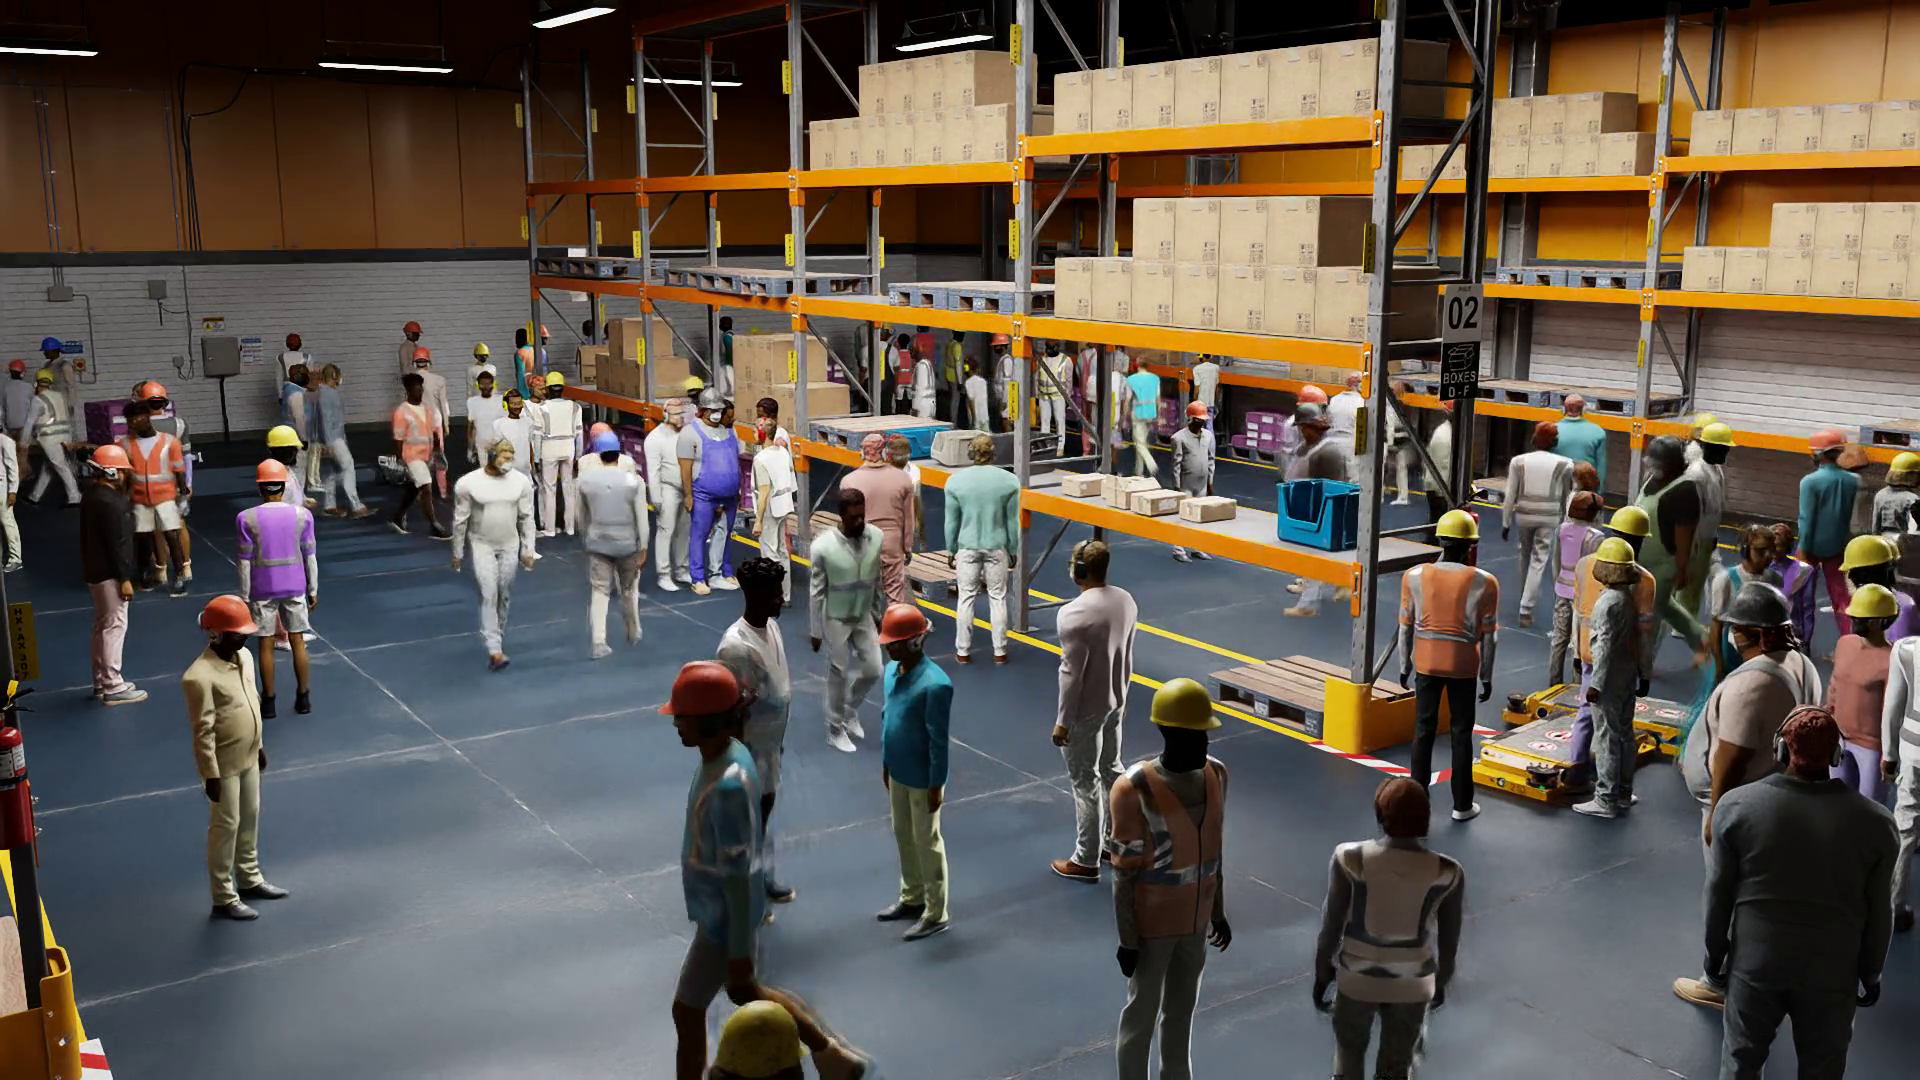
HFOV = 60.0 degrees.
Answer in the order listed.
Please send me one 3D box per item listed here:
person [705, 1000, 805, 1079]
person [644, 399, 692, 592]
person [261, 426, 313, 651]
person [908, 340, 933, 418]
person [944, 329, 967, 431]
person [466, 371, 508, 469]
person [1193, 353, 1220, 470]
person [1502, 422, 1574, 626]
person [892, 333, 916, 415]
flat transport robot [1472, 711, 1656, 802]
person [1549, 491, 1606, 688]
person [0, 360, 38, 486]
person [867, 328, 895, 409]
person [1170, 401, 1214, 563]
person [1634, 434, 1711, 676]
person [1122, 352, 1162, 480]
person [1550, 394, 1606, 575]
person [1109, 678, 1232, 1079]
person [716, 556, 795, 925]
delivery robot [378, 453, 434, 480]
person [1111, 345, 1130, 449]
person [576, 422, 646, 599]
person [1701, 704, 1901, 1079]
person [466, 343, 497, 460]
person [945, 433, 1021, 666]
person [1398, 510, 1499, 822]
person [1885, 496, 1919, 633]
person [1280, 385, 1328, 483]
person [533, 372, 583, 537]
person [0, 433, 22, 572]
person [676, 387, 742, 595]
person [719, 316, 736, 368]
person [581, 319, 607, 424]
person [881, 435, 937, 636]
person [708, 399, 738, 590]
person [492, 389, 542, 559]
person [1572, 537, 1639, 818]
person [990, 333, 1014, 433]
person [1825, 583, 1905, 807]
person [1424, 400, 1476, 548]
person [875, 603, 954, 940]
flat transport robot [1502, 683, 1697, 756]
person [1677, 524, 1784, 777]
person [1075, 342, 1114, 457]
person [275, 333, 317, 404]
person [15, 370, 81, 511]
[{"bbox_3d":[-0.520,2.019,4.314,0.490,1.734,0.326,6,12,27],"label":"person"},{"bbox_3d":[-2.821,-0.456,16.532,0.403,1.906,0.651,7,13,32],"label":"person"},{"bbox_3d":[-5.778,-0.014,14.275,0.374,1.917,0.668,-3,12,-17],"label":"person"},{"bbox_3d":[-0.672,-2.013,24.594,0.603,1.865,0.613,-1,11,-3],"label":"person"},{"bbox_3d":[-0.063,-2.758,28.289,0.397,1.919,0.591,-3,12,-16],"label":"person"},{"bbox_3d":[-5.670,-1.117,20.059,0.510,1.850,0.403,-2,11,-9],"label":"person"},{"bbox_3d":[3.540,-1.935,24.192,0.532,1.870,0.315,-8,13,-34],"label":"person"},{"bbox_3d":[5.319,-0.176,15.285,0.566,1.822,1.030,7,13,33],"label":"person"},{"bbox_3d":[-0.953,-2.684,28.475,0.532,1.696,0.319,-1,11,-6],"label":"person"},{"bbox_3d":[4.003,1.422,11.115,1.431,0.197,0.652,-10,15,-41],"label":"flat transport robot"},{"bbox_3d":[4.702,0.436,12.653,0.309,1.640,0.513,-5,12,-23],"label":"person"},{"bbox_3d":[-13.019,-1.635,23.081,0.551,1.696,0.872,-1,11,-3],"label":"person"},{"bbox_3d":[-1.484,-3.422,31.697,0.589,1.913,0.398,5,12,23],"label":"person"},{"bbox_3d":[2.504,-0.623,17.800,0.566,1.744,0.350,-7,13,-33],"label":"person"},{"bbox_3d":[5.737,0.096,13.360,0.829,2.000,0.722,1,11,3],"label":"person"},{"bbox_3d":[2.563,-1.687,23.062,0.579,1.812,0.762,-7,13,-31],"label":"person"},{"bbox_3d":[6.243,-0.561,17.096,0.673,1.887,0.657,2,11,12],"label":"person"},{"bbox_3d":[0.843,1.479,6.568,0.585,1.930,0.362,-9,14,-37],"label":"person"},{"bbox_3d":[-1.070,1.041,8.751,0.366,1.958,0.610,3,11,15],"label":"person"},{"bbox_3d":[-7.625,-1.075,22.928,0.707,0.478,0.477,-11,15,-43],"label":"delivery robot"},{"bbox_3d":[2.516,-2.358,26.461,0.359,1.835,0.512,-8,14,-36],"label":"person"},{"bbox_3d":[-3.364,-0.279,16.161,0.676,1.707,0.462,2,11,9],"label":"person"},{"bbox_3d":[3.141,1.553,6.282,0.642,1.900,0.401,6,12,27],"label":"person"},{"bbox_3d":[-7.268,-2.111,25.362,0.314,1.769,0.524,9,14,40],"label":"person"},{"bbox_3d":[0.188,0.082,13.735,0.627,1.929,0.377,0,11,0],"label":"person"},{"bbox_3d":[2.985,0.770,10.212,0.589,1.924,0.384,6,12,27],"label":"person"},{"bbox_3d":[6.990,0.506,12.167,0.320,1.694,0.534,-7,13,-32],"label":"person"},{"bbox_3d":[3.809,-0.739,18.061,0.551,1.873,1.019,-7,13,-32],"label":"person"},{"bbox_3d":[-4.651,-0.985,19.239,0.589,1.912,0.397,-8,14,-35],"label":"person"},{"bbox_3d":[-10.087,-0.538,17.343,0.573,1.750,0.331,3,12,16],"label":"person"},{"bbox_3d":[-2.404,-0.491,16.365,0.537,2.000,0.689,11,15,44],"label":"person"},{"bbox_3d":[-4.336,-3.238,30.930,0.429,1.846,0.626,-2,11,-9],"label":"person"},{"bbox_3d":[-6.280,-2.808,28.500,0.367,1.933,0.627,4,12,19],"label":"person"},{"bbox_3d":[-0.579,-0.053,14.811,0.955,1.785,0.569,9,14,37],"label":"person"},{"bbox_3d":[-2.393,-0.455,16.533,0.398,1.909,0.599,0,11,0],"label":"person"},{"bbox_3d":[-4.748,-0.694,17.843,0.322,1.871,0.531,10,15,41],"label":"person"},{"bbox_3d":[4.019,0.843,10.299,0.489,1.743,0.323,-10,15,-43],"label":"person"},{"bbox_3d":[0.643,-2.201,25.419,0.379,1.932,0.543,-1,11,-7],"label":"person"},{"bbox_3d":[4.863,1.093,8.989,0.333,1.761,0.527,-2,11,-11],"label":"person"},{"bbox_3d":[4.907,-0.519,16.716,0.501,1.963,0.641,7,13,33],"label":"person"},{"bbox_3d":[-0.260,1.177,8.602,0.349,1.740,0.574,-7,13,-32],"label":"person"},{"bbox_3d":[4.707,1.267,11.910,1.431,0.197,0.652,9,14,39],"label":"flat transport robot"},{"bbox_3d":[4.966,0.770,10.595,0.514,1.793,0.990,-2,11,-10],"label":"person"},{"bbox_3d":[2.092,-2.188,25.051,0.538,2.000,0.684,-9,14,-39],"label":"person"},{"bbox_3d":[-10.296,-2.264,25.843,0.582,1.882,0.338,-3,11,-13],"label":"person"},{"bbox_3d":[-11.475,-1.239,20.870,0.897,1.765,0.607,0,11,-1],"label":"person"}]
